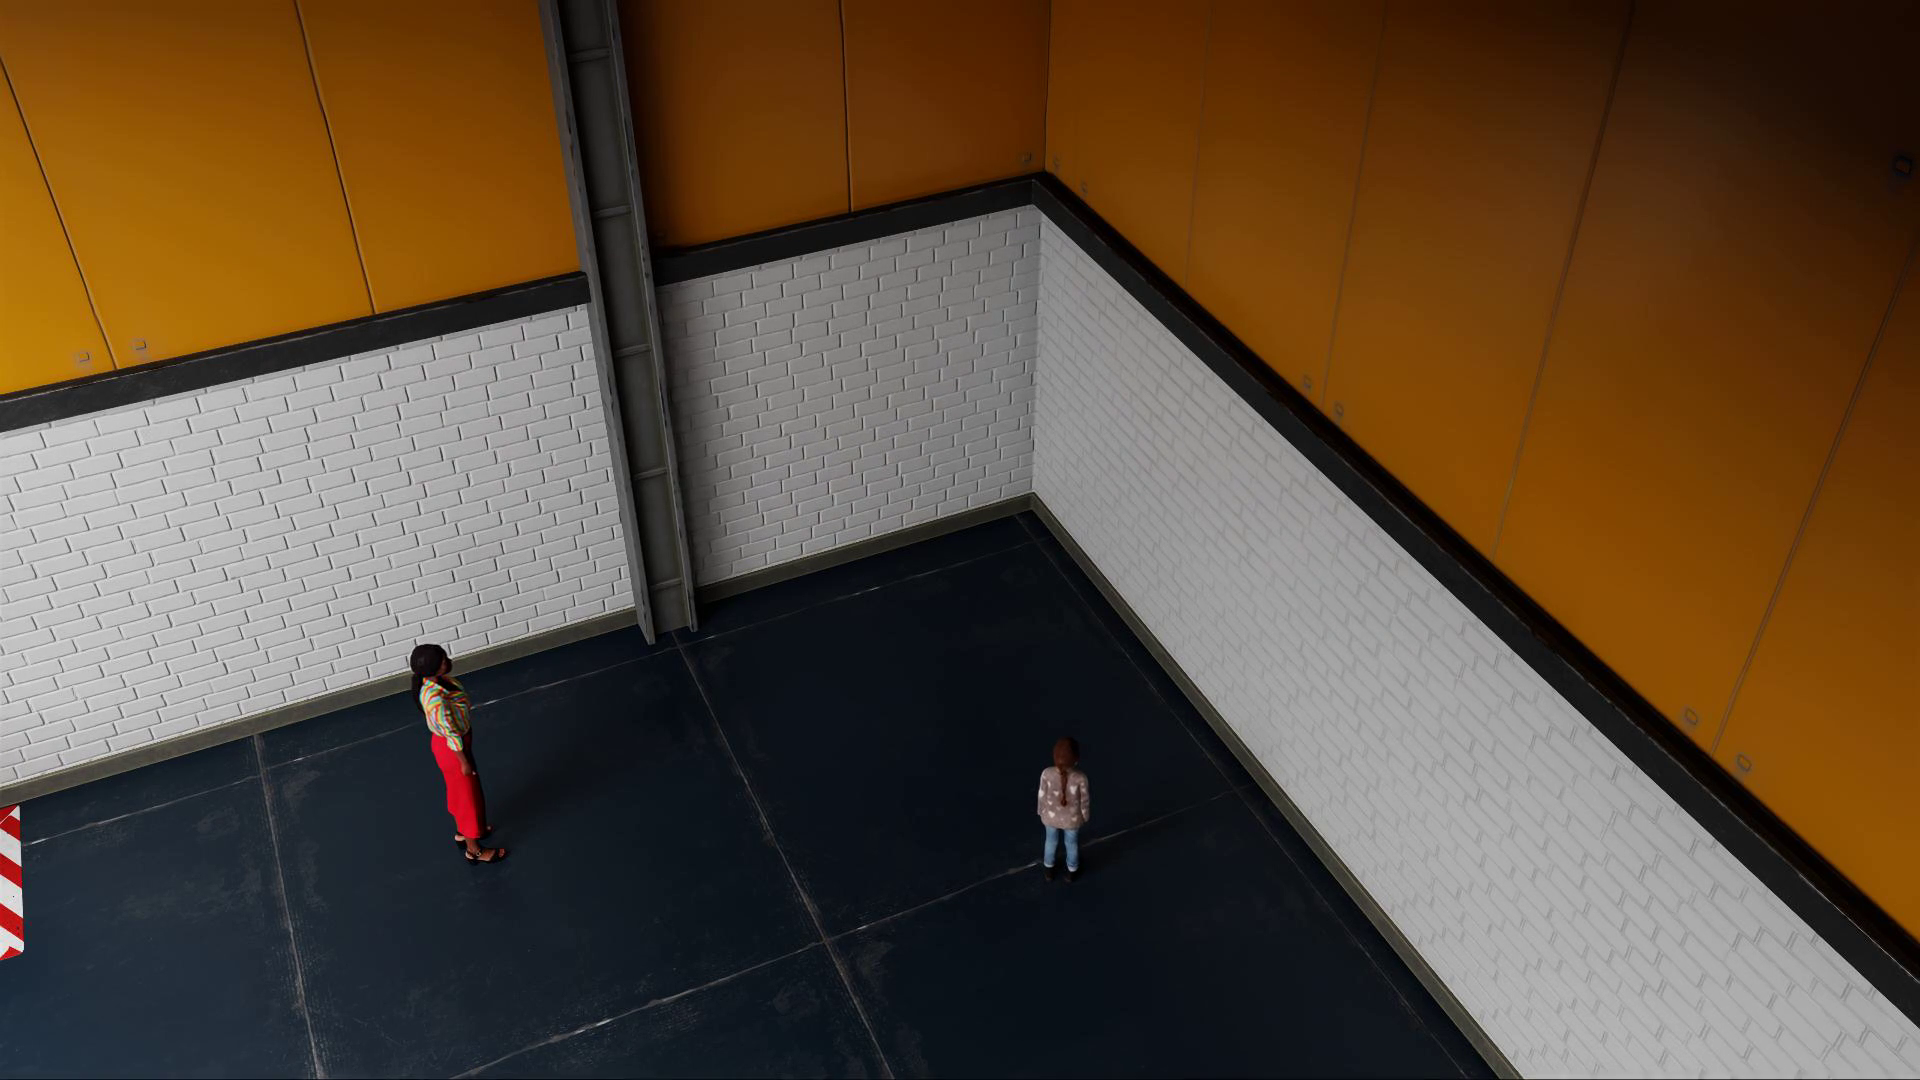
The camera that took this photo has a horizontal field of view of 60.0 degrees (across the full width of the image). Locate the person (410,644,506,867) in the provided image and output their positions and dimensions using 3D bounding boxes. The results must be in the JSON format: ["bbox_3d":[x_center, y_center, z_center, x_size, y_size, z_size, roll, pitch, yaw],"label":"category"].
[{"bbox_3d":[-3.153,1.330,10.362,0.557,1.793,0.612,-21,43,-24],"label":"person"}]

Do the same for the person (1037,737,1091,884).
[{"bbox_3d":[0.644,1.699,10.383,0.544,1.192,0.622,7,39,9],"label":"person"}]
